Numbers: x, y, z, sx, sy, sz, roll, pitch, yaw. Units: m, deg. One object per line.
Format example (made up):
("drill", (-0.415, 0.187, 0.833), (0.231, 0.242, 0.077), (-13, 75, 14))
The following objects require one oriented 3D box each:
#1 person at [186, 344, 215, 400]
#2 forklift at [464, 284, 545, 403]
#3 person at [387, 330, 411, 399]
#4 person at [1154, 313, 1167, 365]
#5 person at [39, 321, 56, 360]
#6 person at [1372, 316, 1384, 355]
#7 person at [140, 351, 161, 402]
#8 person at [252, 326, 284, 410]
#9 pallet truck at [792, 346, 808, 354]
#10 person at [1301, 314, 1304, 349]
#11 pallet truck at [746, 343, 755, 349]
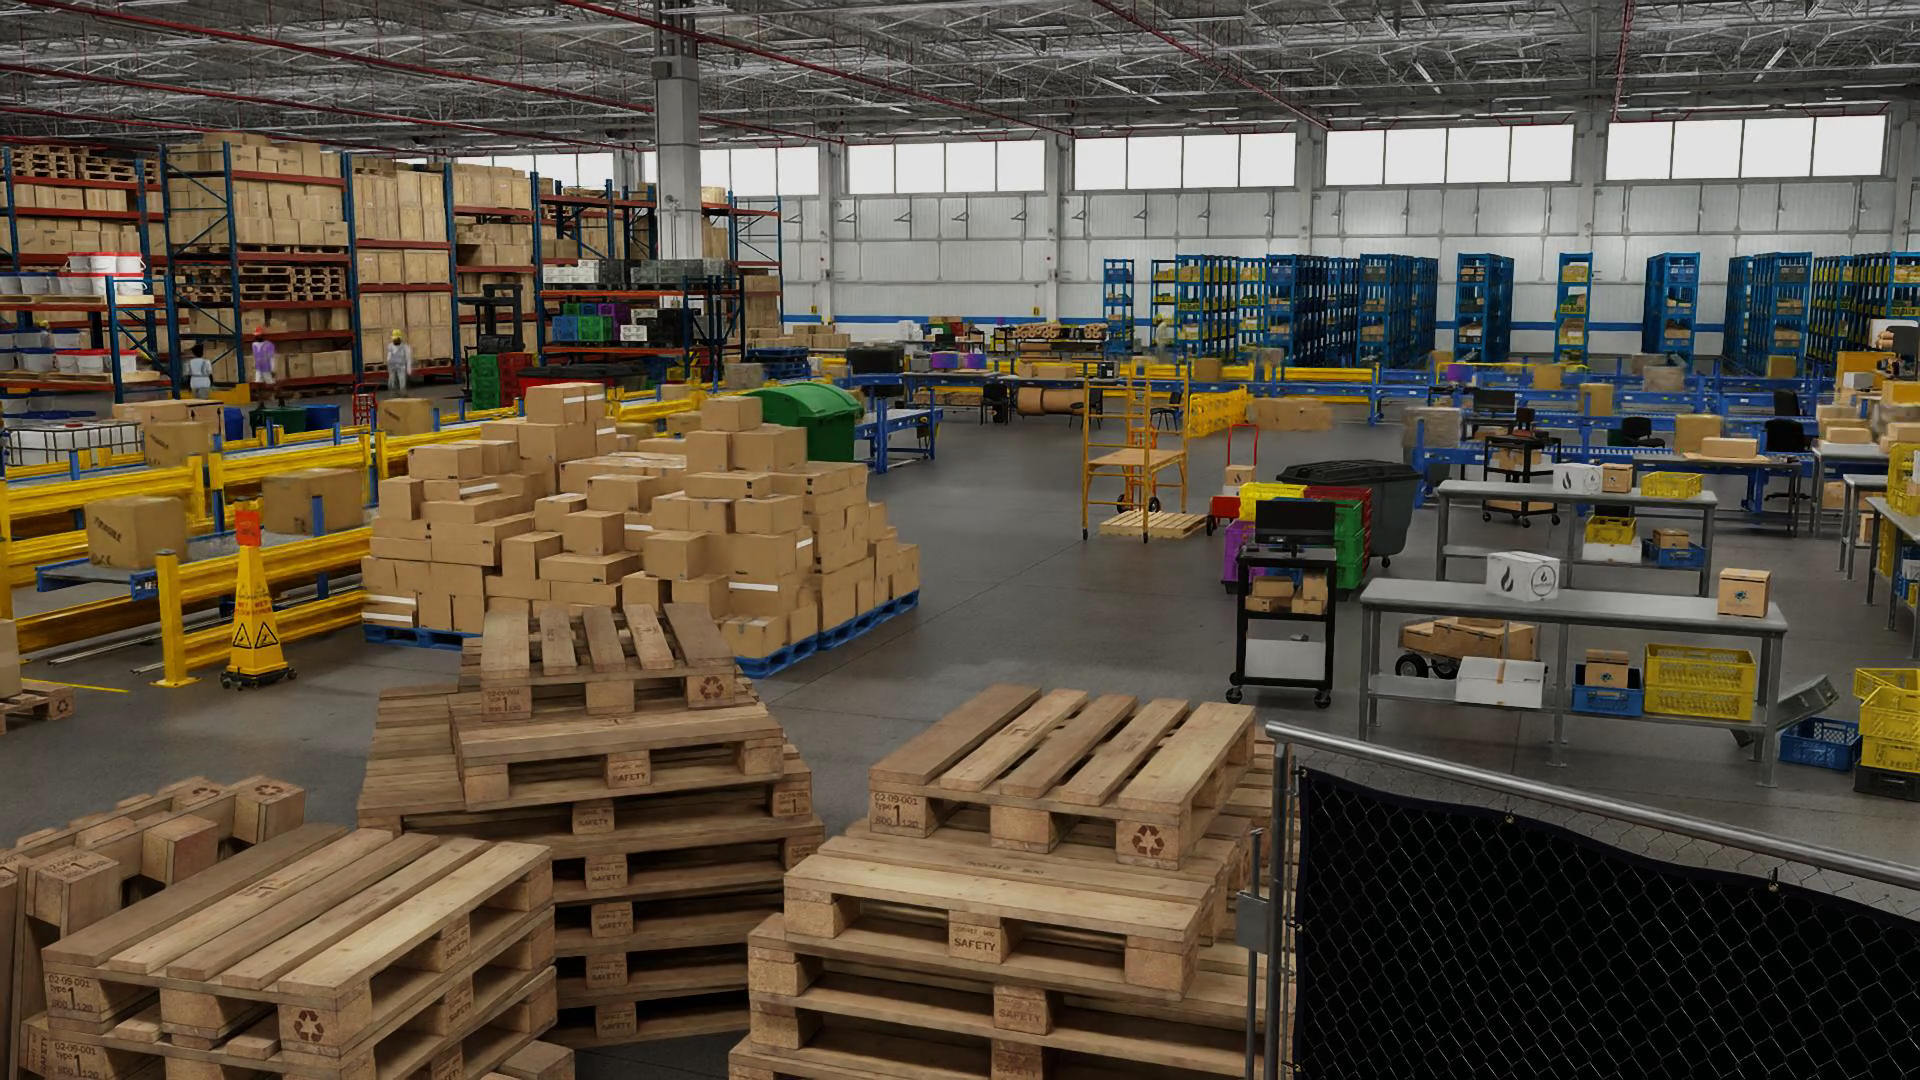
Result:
("person", (-15.203, -3.080, 33.198), (0.534, 1.675, 0.706), (2, 9, 12))
("forklift", (-10.832, -4.702, 39.610), (1.129, 2.768, 1.873), (3, 10, 20))
("person", (-12.603, -3.794, 37.246), (0.629, 1.810, 0.576), (2, 9, 13))
("person", (6.403, -6.383, 53.547), (0.629, 1.805, 0.589), (1, 9, 6))
("person", (-25.125, -5.148, 45.830), (0.617, 1.780, 0.949), (4, 10, 23))
("person", (14.247, -6.864, 56.562), (0.598, 1.795, 0.942), (3, 10, 19))
("person", (-14.111, -2.420, 28.916), (0.540, 1.728, 0.897), (4, 10, 25))
("person", (-15.545, -3.846, 37.256), (0.550, 1.918, 0.692), (3, 9, 17))
("pallet truck", (-3.705, -4.298, 42.022), (0.653, 1.274, 1.630), (3, 10, 20))
("person", (10.656, -6.224, 52.181), (0.541, 1.912, 0.643), (1, 9, 4))
("pallet truck", (-6.183, -4.618, 44.264), (1.601, 1.201, 0.680), (-9, 12, -43))
